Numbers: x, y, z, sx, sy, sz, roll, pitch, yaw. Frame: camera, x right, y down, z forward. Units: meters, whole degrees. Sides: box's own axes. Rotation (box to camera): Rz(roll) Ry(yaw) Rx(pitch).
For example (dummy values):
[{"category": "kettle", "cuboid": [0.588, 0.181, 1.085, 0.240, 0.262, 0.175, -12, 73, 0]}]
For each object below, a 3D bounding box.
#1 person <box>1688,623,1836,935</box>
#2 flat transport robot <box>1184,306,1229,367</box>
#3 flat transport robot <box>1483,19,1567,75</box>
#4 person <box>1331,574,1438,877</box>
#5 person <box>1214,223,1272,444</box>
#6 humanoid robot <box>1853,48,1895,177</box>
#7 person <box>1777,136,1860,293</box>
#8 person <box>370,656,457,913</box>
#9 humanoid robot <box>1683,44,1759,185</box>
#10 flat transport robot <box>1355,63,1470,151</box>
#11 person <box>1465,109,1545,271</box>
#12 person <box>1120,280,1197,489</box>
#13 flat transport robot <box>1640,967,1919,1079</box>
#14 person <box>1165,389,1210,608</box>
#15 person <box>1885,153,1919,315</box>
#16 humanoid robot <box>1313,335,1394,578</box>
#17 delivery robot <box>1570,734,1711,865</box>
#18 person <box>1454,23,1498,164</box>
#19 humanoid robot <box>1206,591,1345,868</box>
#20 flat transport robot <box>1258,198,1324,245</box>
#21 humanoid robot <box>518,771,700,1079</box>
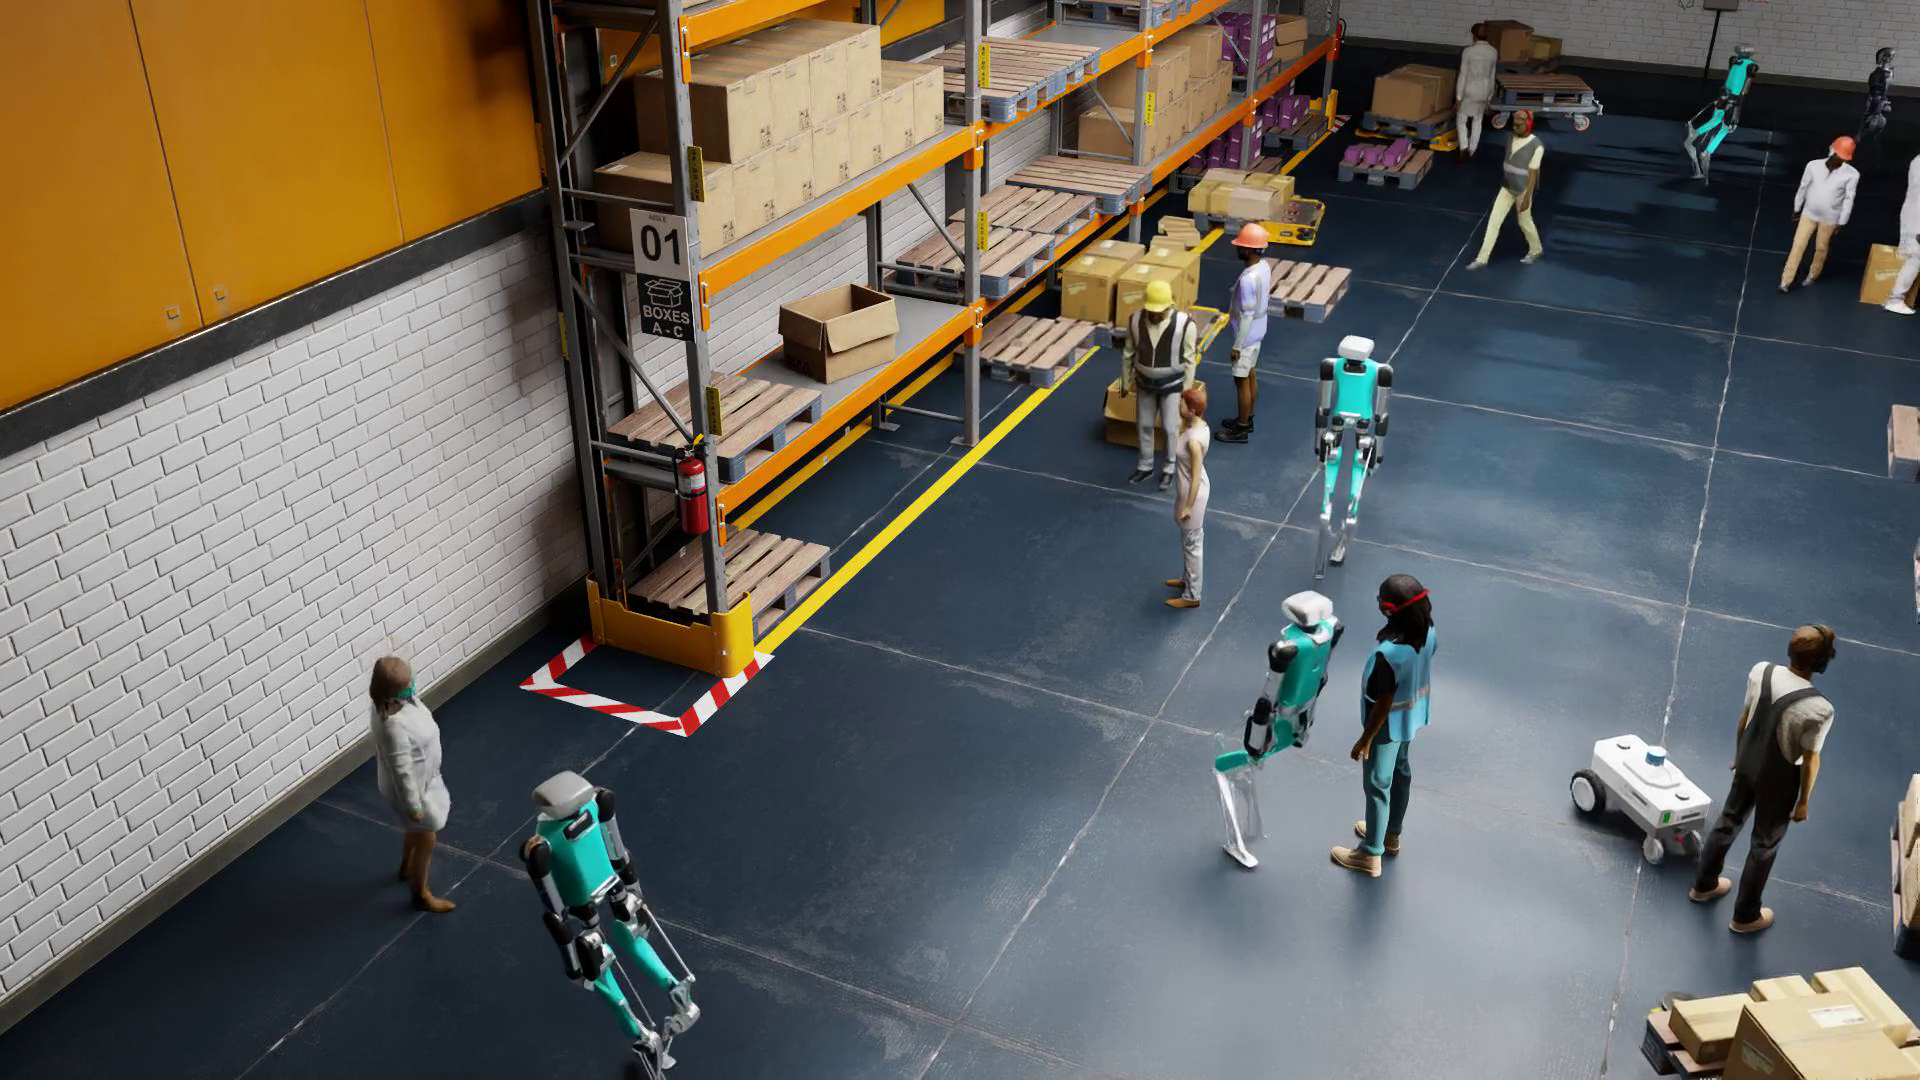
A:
[{"category": "person", "cuboid": [4.270, 1.249, 8.767, 0.345, 1.836, 0.500, -11, 30, -20]}, {"category": "flat transport robot", "cuboid": [2.189, -2.056, 16.541, 0.659, 0.231, 1.431, 11, 30, 19]}, {"category": "flat transport robot", "cuboid": [8.786, -7.308, 26.280, 1.431, 0.231, 0.659, 22, 35, 35]}, {"category": "person", "cuboid": [2.367, 1.018, 9.153, 0.389, 1.871, 0.529, 23, 36, 36]}, {"category": "person", "cuboid": [2.439, -1.768, 14.247, 0.344, 1.941, 0.548, 12, 30, 20]}, {"category": "humanoid robot", "cuboid": [11.787, -5.527, 21.519, 0.718, 1.633, 0.589, 5, 29, 9]}, {"category": "person", "cuboid": [9.093, -3.440, 17.608, 0.593, 1.683, 0.901, 22, 35, 35]}, {"category": "person", "cuboid": [-2.970, 1.269, 8.933, 0.425, 1.634, 0.649, -6, 29, -11]}, {"category": "humanoid robot", "cuboid": [9.604, -5.353, 21.218, 0.754, 1.882, 0.543, -3, 29, -6]}, {"category": "flat transport robot", "cuboid": [6.345, -5.702, 23.301, 1.431, 0.231, 0.659, 21, 35, 34]}, {"category": "person", "cuboid": [6.144, -3.857, 18.282, 0.975, 1.787, 0.571, -13, 31, -23]}, {"category": "person", "cuboid": [1.579, -1.258, 13.443, 0.622, 1.807, 0.445, 13, 31, 23]}, {"category": "flat transport robot", "cuboid": [3.913, 2.664, 7.789, 0.659, 0.231, 1.431, -5, 29, -9]}, {"category": "person", "cuboid": [1.633, -0.301, 11.817, 0.270, 1.659, 0.460, 4, 29, 7]}, {"category": "person", "cuboid": [9.907, -3.282, 17.132, 0.407, 1.875, 0.743, 7, 29, 12]}, {"category": "humanoid robot", "cuboid": [2.813, -0.517, 12.268, 0.547, 1.909, 0.719, 11, 30, 20]}, {"category": "delivery robot", "cuboid": [3.998, 1.471, 9.719, 0.499, 0.614, 0.815, -9, 30, -16]}, {"category": "person", "cuboid": [6.855, -5.896, 22.050, 0.538, 1.805, 0.617, -1, 28, -1]}, {"category": "humanoid robot", "cuboid": [1.682, 1.024, 9.308, 0.542, 1.792, 0.724, -23, 36, -36]}, {"category": "flat transport robot", "cuboid": [3.947, -3.819, 19.810, 0.659, 0.231, 1.431, 8, 29, 14]}, {"category": "humanoid robot", "cuboid": [-1.509, 1.960, 7.669, 0.795, 1.895, 0.570, 16, 32, 28]}]
